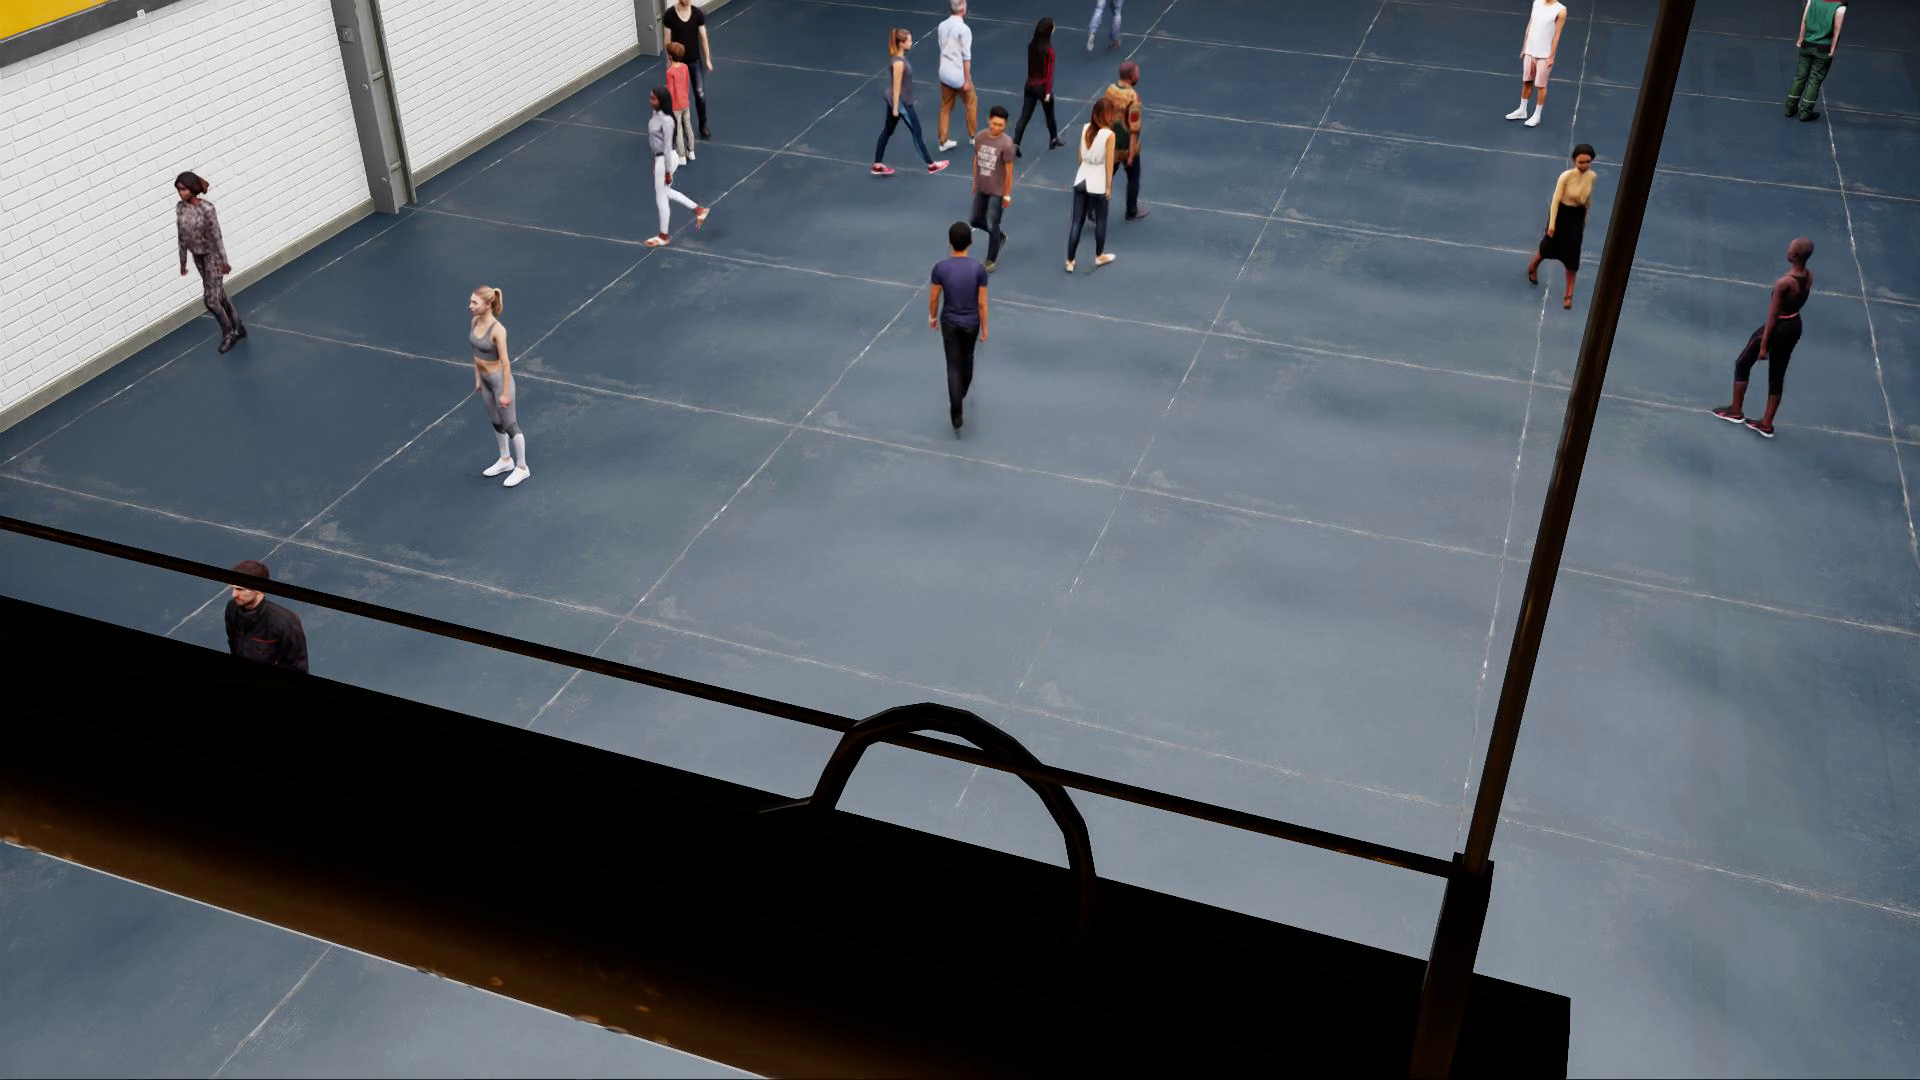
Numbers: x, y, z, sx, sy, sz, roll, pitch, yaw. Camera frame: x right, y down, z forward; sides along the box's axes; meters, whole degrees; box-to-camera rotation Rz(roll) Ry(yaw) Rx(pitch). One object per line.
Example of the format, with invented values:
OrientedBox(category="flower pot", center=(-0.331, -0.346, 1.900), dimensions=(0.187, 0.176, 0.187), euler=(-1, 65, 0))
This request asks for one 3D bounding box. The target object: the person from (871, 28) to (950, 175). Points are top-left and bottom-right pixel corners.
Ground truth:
OrientedBox(category="person", center=(-0.780, -4.929, 18.883), dimensions=(0.996, 1.680, 1.117), euler=(-5, 34, -8))

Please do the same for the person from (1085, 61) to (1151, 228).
OrientedBox(category="person", center=(1.636, -4.169, 17.650), dimensions=(1.238, 1.778, 1.065), euler=(-23, 40, -30))

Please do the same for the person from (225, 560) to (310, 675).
OrientedBox(category="person", center=(-4.079, 0.897, 9.975), dimensions=(0.724, 1.838, 0.565), euler=(13, 36, 19))

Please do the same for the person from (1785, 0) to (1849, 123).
OrientedBox(category="person", center=(10.594, -6.117, 20.523), dimensions=(0.774, 1.843, 0.749), euler=(-22, 40, -30))

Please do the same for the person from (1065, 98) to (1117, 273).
OrientedBox(category="person", center=(1.278, -3.539, 16.719), dimensions=(0.753, 1.761, 0.911), euler=(21, 39, 28))

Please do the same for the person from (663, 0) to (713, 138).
OrientedBox(category="person", center=(-3.287, -5.763, 19.958), dimensions=(0.798, 1.879, 0.826), euler=(-8, 34, -12))

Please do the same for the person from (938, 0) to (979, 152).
OrientedBox(category="person", center=(-0.106, -5.447, 19.553), dimensions=(0.905, 1.802, 1.038), euler=(28, 42, 35))

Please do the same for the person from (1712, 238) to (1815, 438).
OrientedBox(category="person", center=(6.922, -1.653, 13.901), dimensions=(0.818, 1.740, 0.879), euler=(-15, 36, -21))

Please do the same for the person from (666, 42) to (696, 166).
OrientedBox(category="person", center=(-3.269, -5.090, 19.363), dimensions=(0.615, 1.417, 0.485), euler=(19, 38, 26))

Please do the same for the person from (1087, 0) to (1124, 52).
OrientedBox(category="person", center=(2.002, -7.565, 22.713), dimensions=(0.707, 1.830, 1.006), euler=(15, 37, 22))

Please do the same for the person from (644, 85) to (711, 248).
OrientedBox(category="person", center=(-2.996, -3.904, 17.314), dimensions=(1.010, 1.710, 0.996), euler=(-11, 35, -16))

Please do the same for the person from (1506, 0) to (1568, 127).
OrientedBox(category="person", center=(7.135, -6.001, 20.397), dimensions=(0.780, 1.789, 0.738), euler=(-18, 38, -25))

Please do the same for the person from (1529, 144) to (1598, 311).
OrientedBox(category="person", center=(5.862, -3.102, 16.198), dimensions=(0.926, 1.609, 1.148), euler=(-7, 34, -10))

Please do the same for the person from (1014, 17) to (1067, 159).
OrientedBox(category="person", center=(0.854, -5.212, 19.377), dimensions=(0.947, 1.606, 1.177), euler=(29, 43, 36))

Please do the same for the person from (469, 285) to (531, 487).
OrientedBox(category="person", center=(-3.710, -1.250, 13.327), dimensions=(0.634, 1.704, 0.651), euler=(25, 41, 32))

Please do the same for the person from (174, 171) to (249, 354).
OrientedBox(category="person", center=(-6.877, -2.609, 15.373), dimensions=(0.624, 1.701, 0.682), euler=(17, 37, 23))

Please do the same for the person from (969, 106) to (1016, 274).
OrientedBox(category="person", center=(0.390, -3.542, 16.731), dimensions=(0.784, 1.753, 0.853), euler=(26, 42, 34))

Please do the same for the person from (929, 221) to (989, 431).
OrientedBox(category="person", center=(-0.010, -1.777, 14.079), dimensions=(0.948, 1.749, 1.229), euler=(-1, 34, -1))
